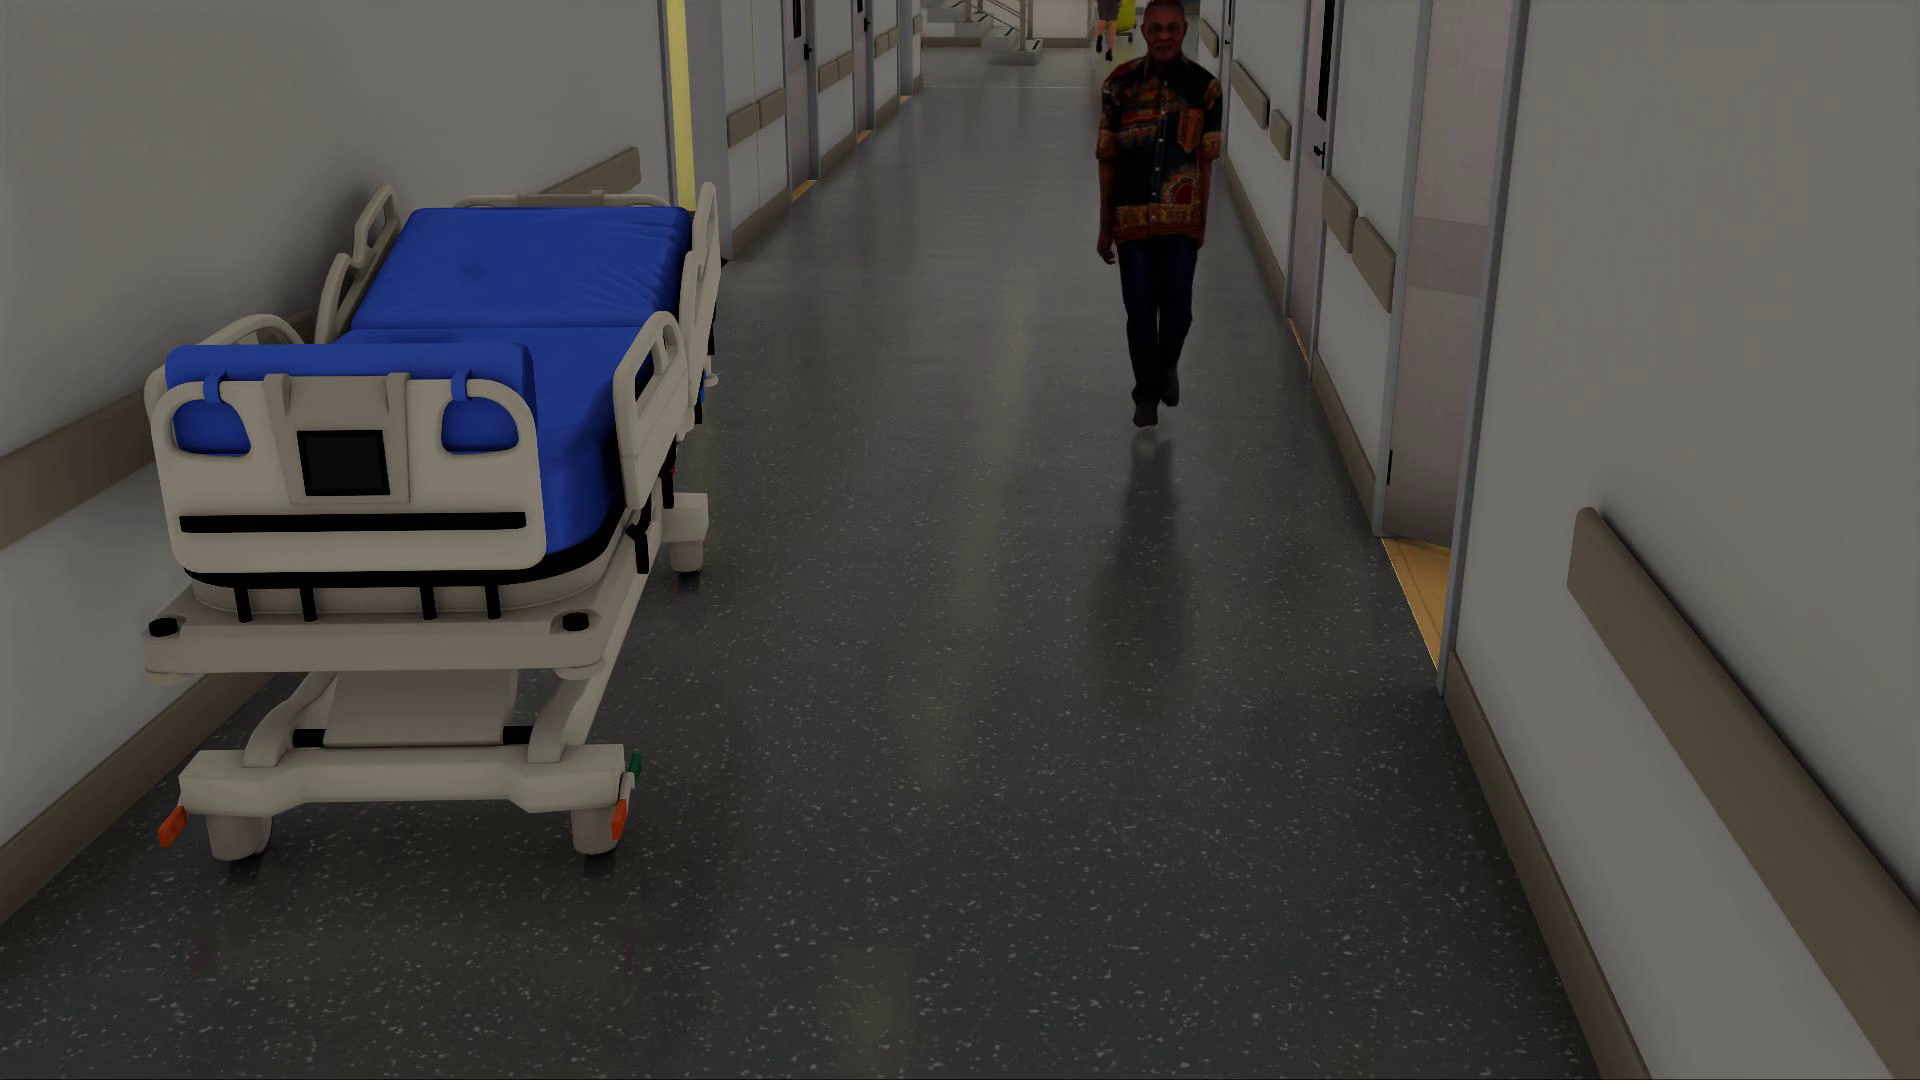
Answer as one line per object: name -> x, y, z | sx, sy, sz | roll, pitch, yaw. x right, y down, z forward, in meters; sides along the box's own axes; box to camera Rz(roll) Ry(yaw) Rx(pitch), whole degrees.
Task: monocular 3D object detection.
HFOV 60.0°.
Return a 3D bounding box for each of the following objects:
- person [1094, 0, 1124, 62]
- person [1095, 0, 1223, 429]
person -> 2.170, -7.979, 24.549 | 0.946, 1.824, 0.789 | 6, 22, 16
person -> 0.831, -1.393, 7.146 | 0.649, 1.795, 0.727 | 1, 21, 3
